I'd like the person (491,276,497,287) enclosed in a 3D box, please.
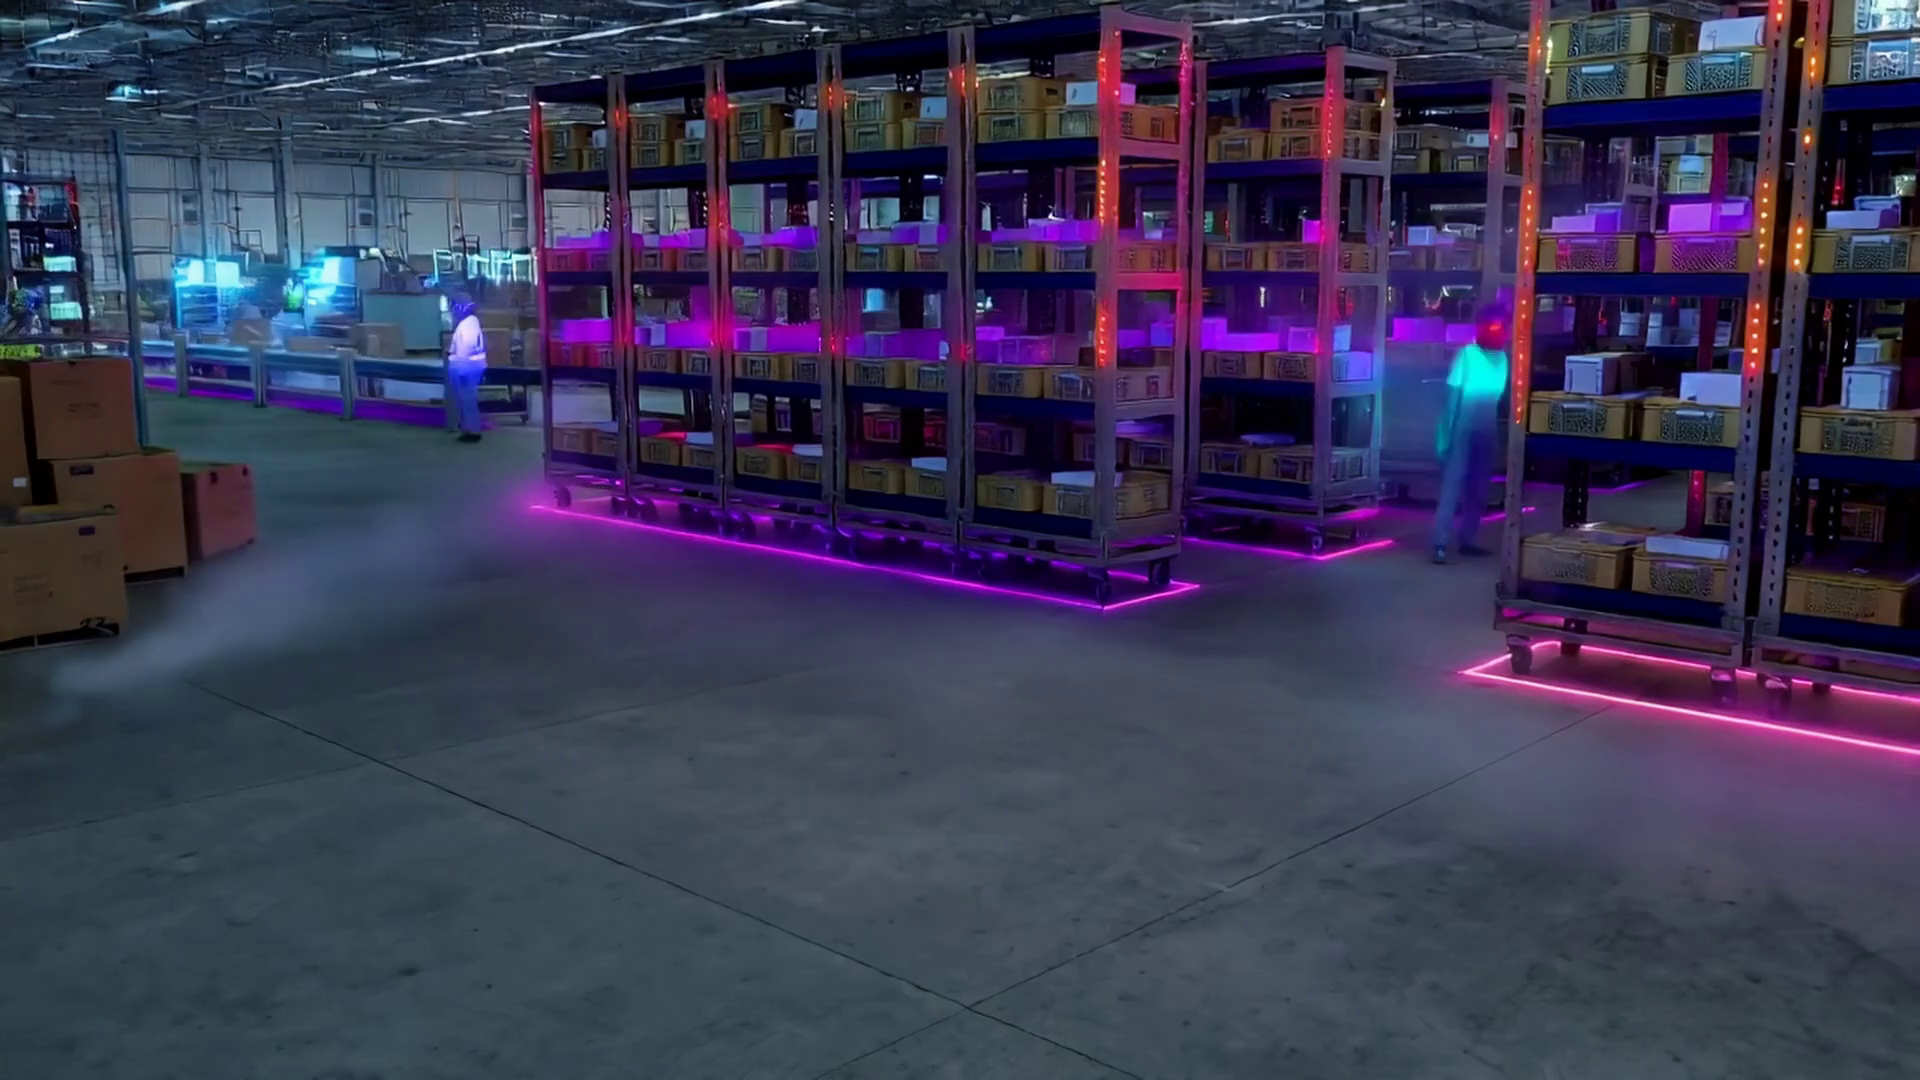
[{"bbox_3d":[-21.983,-11.612,78.621,0.300,1.743,0.484,-8,12,-40],"label":"person"}]

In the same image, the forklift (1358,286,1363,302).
[{"bbox_3d":[11.100,-7.017,46.970,1.873,2.768,1.129,9,13,43],"label":"forklift"}]

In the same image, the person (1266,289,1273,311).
[{"bbox_3d":[11.391,-8.744,61.326,0.914,1.643,0.547,3,10,18],"label":"person"}]

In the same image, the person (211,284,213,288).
[{"bbox_3d":[-37.192,-12.199,82.360,0.539,1.695,0.319,6,11,34],"label":"person"}]

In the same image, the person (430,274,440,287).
[{"bbox_3d":[-22.246,-10.351,70.613,0.537,1.839,0.863,2,9,12],"label":"person"}]

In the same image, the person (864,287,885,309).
[{"bbox_3d":[-2.442,-6.333,46.029,0.626,1.810,0.639,-9,13,-43],"label":"person"}]

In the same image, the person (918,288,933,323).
[{"bbox_3d":[-0.969,-5.731,42.916,0.544,1.621,0.959,-6,11,-33],"label":"person"}]

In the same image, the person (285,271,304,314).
[{"bbox_3d":[-18.795,-6.603,47.060,0.626,2.035,0.406,3,10,18],"label":"person"}]

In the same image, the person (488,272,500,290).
[{"bbox_3d":[-23.142,-12.359,82.669,0.597,1.915,0.371,0,9,1],"label":"person"}]

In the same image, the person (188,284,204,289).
[{"bbox_3d":[-26.108,-8.182,56.820,0.623,1.992,0.396,2,10,14],"label":"person"}]

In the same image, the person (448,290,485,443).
[{"bbox_3d":[-5.871,-2.051,19.789,0.431,1.817,0.594,-2,10,-14],"label":"person"}]

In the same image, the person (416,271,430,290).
[{"bbox_3d":[-19.499,-8.815,60.562,1.008,2.000,0.692,-2,9,-11],"label":"person"}]

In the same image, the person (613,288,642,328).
[{"bbox_3d":[-6.067,-3.737,30.298,0.542,1.754,0.370,2,10,13],"label":"person"}]

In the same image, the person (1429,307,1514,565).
[{"bbox_3d":[3.572,-0.733,11.740,0.722,1.808,0.406,-7,12,-39],"label":"person"}]

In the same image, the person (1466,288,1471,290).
[{"bbox_3d":[18.230,-8.492,59.909,0.724,1.602,0.518,-2,10,-14],"label":"person"}]

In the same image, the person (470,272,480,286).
[{"bbox_3d":[-24.514,-12.538,83.794,0.659,1.902,0.899,3,10,18],"label":"person"}]

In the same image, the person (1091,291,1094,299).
[{"bbox_3d":[5.092,-9.200,63.967,0.320,1.698,0.531,-2,9,-12],"label":"person"}]

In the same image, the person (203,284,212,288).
[{"bbox_3d":[-35.304,-11.560,78.069,0.645,1.824,0.549,9,13,43],"label":"person"}]

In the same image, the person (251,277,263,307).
[{"bbox_3d":[-27.432,-9.395,64.960,0.533,1.765,0.330,4,10,21],"label":"person"}]

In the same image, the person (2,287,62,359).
[{"bbox_3d":[-8.326,-1.302,14.893,0.645,1.913,0.409,4,10,24],"label":"person"}]
